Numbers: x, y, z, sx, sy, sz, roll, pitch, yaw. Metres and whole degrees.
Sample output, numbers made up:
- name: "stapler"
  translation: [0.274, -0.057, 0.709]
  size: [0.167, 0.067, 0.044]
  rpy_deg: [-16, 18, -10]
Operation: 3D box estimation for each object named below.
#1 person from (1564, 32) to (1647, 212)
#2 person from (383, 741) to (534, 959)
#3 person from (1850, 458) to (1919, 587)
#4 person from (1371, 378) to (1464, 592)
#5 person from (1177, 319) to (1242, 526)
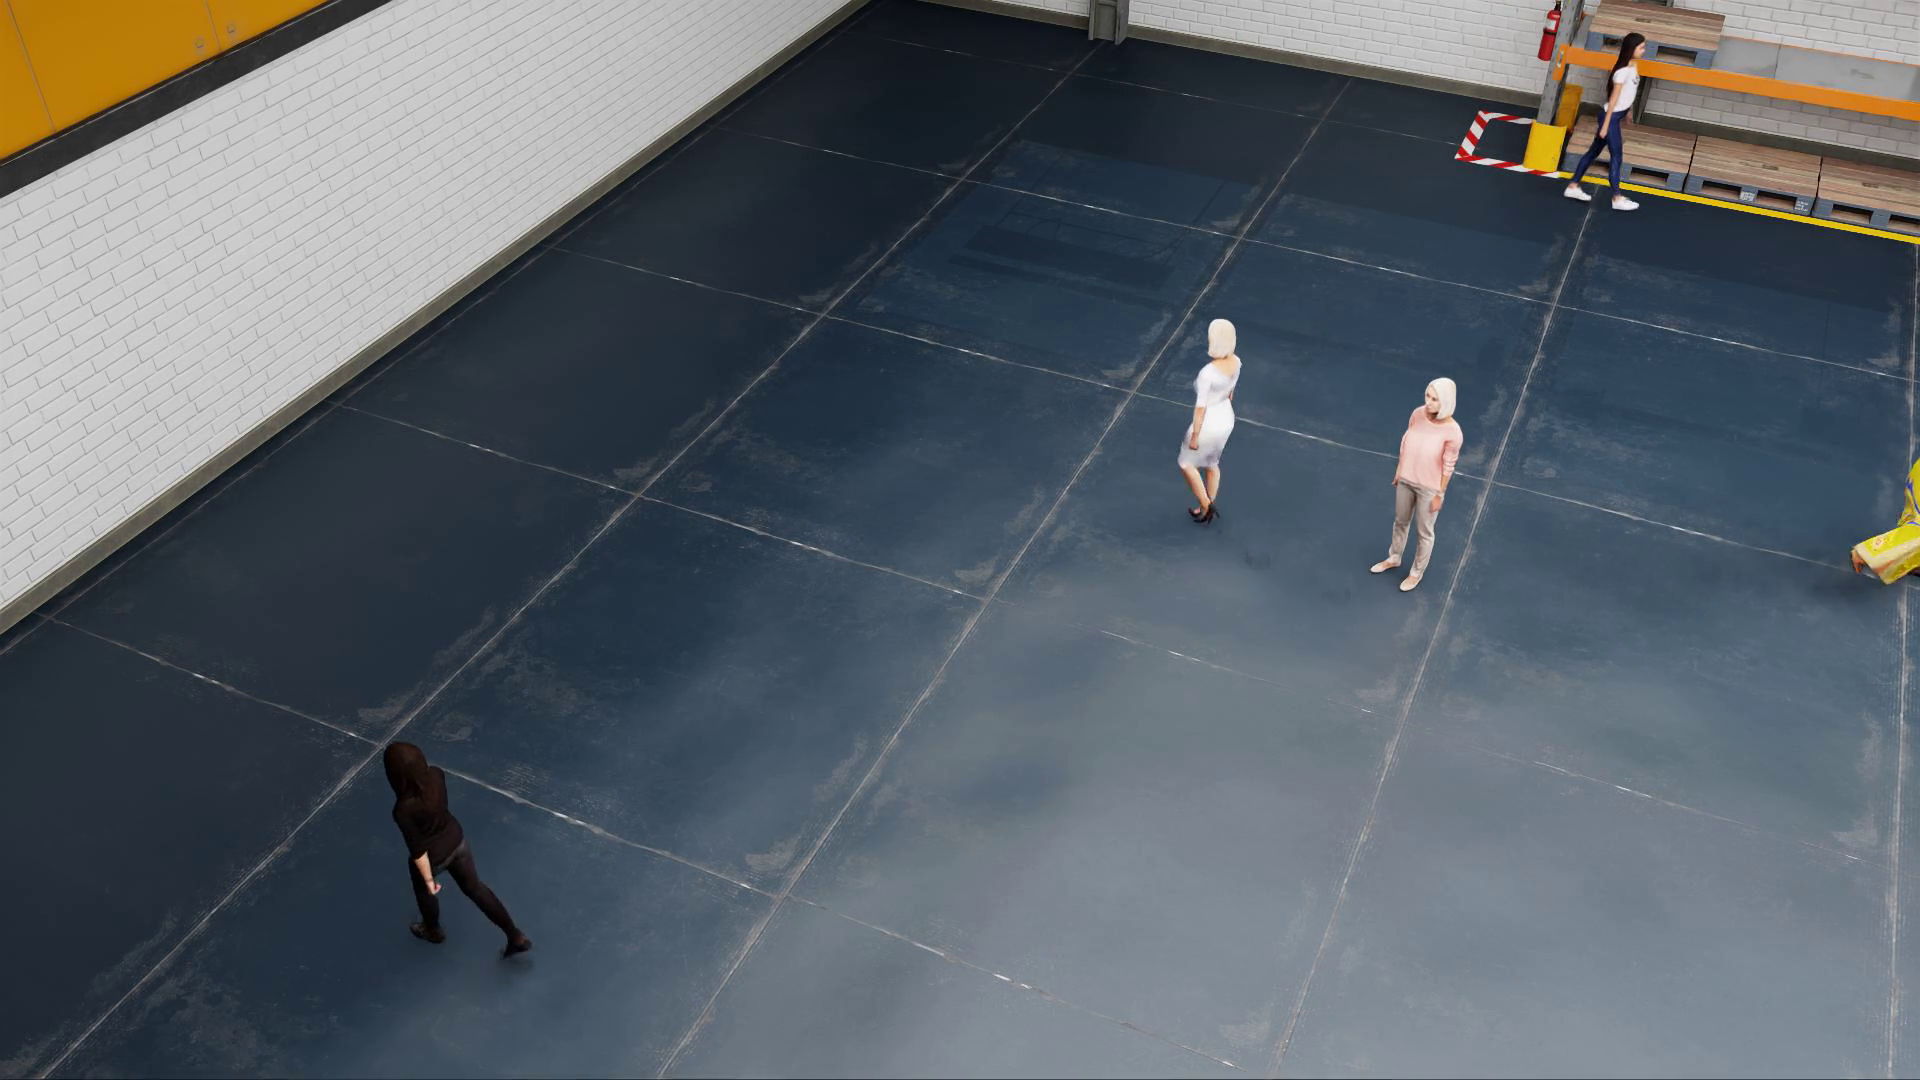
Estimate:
- name: "person"
  translation: [6.290, -4.116, 16.307]
  size: [0.969, 1.750, 0.644]
  rpy_deg: [18, 42, 21]
- name: "person"
  translation: [-2.777, 1.730, 9.094]
  size: [1.029, 1.615, 0.581]
  rpy_deg: [18, 42, 21]
- name: "person"
  translation: [6.779, -0.341, 11.668]
  size: [1.116, 1.639, 0.965]
  rpy_deg: [0, 39, -1]
- name: "person"
  translation: [3.252, -0.411, 11.687]
  size: [0.738, 1.725, 0.614]
  rpy_deg: [-26, 45, -29]
- name: "person"
  translation: [1.892, -0.796, 12.159]
  size: [0.702, 1.738, 0.737]
  rpy_deg: [-28, 47, -31]
